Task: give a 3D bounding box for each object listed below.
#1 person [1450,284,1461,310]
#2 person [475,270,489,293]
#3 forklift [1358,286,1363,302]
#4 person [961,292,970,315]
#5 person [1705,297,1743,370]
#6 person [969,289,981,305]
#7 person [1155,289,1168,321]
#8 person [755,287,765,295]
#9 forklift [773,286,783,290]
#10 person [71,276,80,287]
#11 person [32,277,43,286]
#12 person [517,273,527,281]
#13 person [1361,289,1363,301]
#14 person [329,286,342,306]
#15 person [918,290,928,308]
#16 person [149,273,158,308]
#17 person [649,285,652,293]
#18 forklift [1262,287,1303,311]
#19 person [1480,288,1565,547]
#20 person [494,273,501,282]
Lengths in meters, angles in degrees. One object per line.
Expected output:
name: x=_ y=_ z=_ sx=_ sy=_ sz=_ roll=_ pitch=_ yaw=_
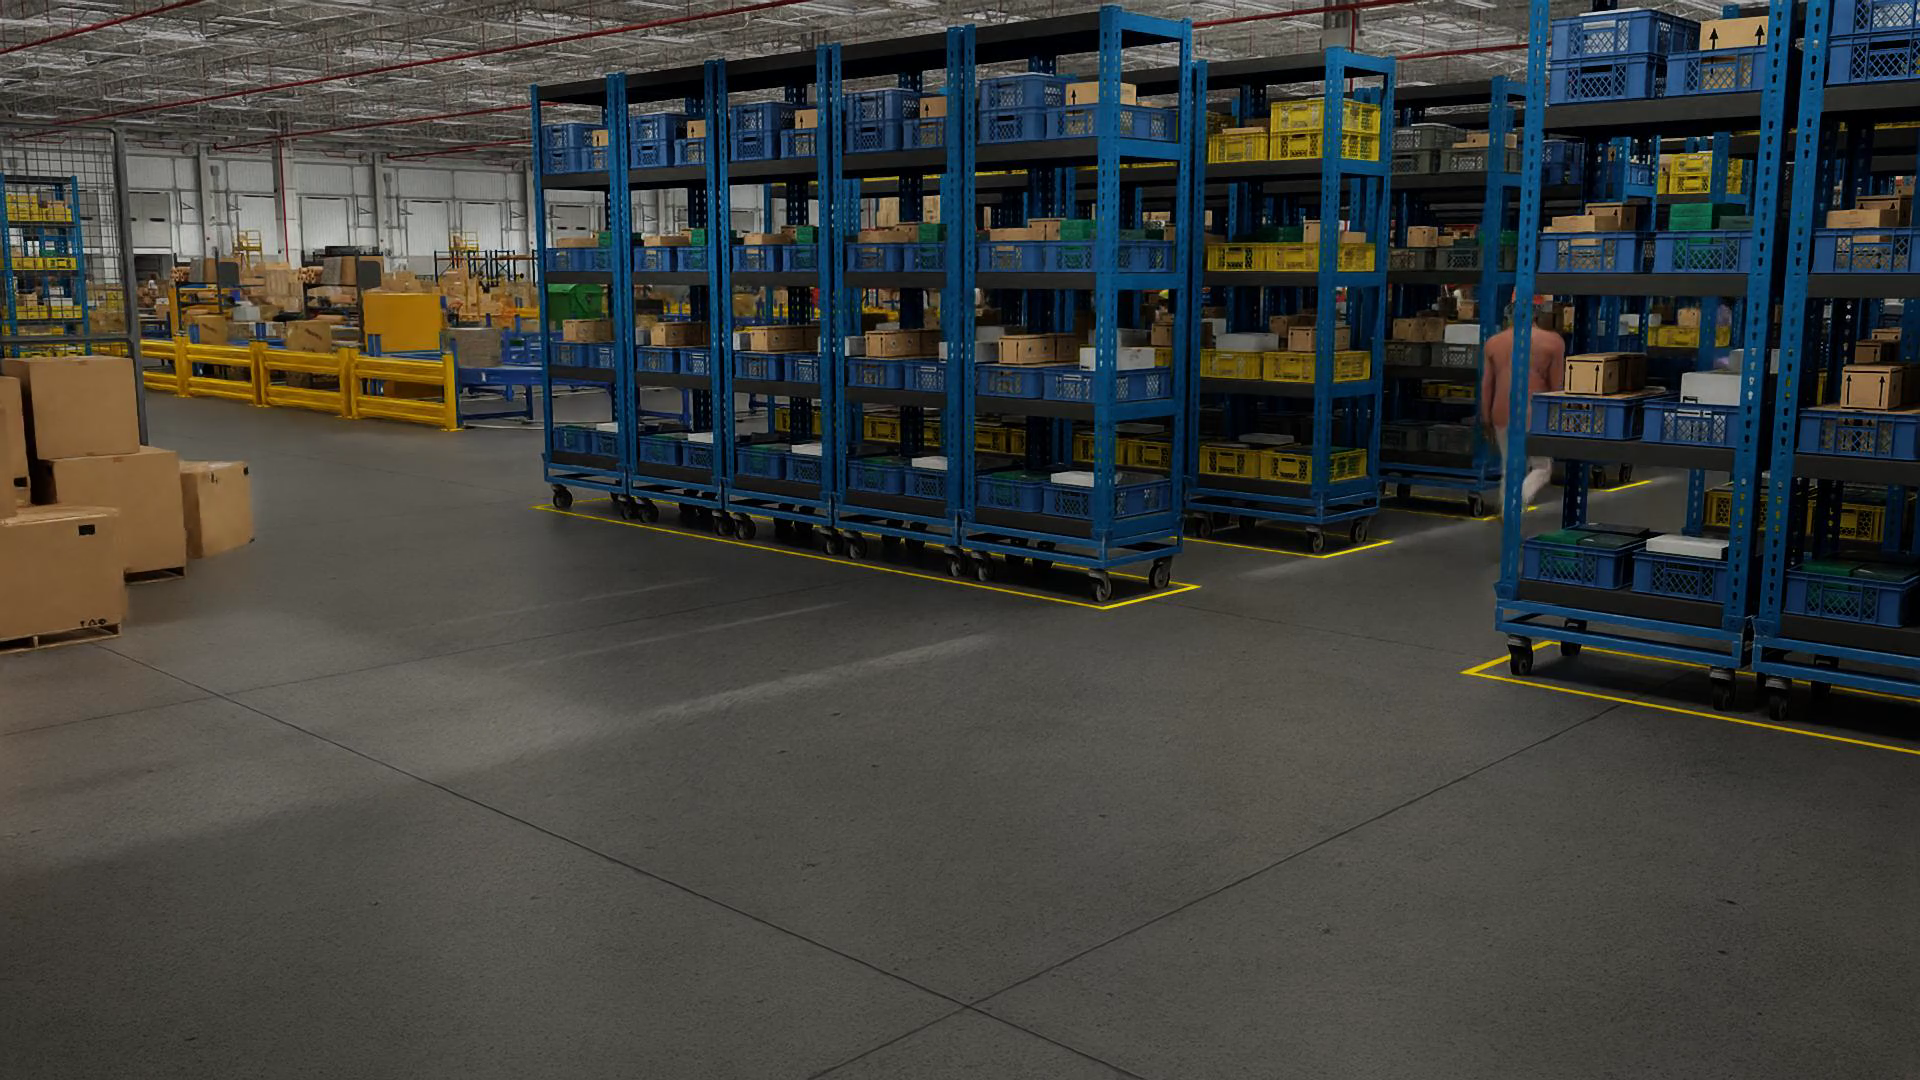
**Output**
person: x=14.585 y=-6.813 z=49.212 sx=0.796 sy=1.735 sz=0.545 roll=6 pitch=11 yaw=34
person: x=-24.073 y=-12.616 z=83.861 sx=0.700 sy=2.000 sz=0.960 roll=0 pitch=9 yaw=-3
forklift: x=11.100 y=-7.017 z=46.970 sx=1.873 sy=2.768 sz=1.129 roll=9 pitch=13 yaw=43
person: x=0.013 y=-2.341 z=21.527 sx=0.587 sy=1.824 sz=0.582 roll=-8 pitch=12 yaw=-39
person: x=8.874 y=-2.016 z=19.034 sx=1.001 sy=1.993 sz=0.614 roll=7 pitch=12 yaw=37
person: x=0.440 y=-7.966 z=55.864 sx=0.645 sy=1.884 sz=0.857 roll=-9 pitch=13 yaw=-43
person: x=3.040 y=-2.852 z=24.846 sx=0.526 sy=1.765 sz=0.329 roll=6 pitch=11 yaw=32
person: x=-7.672 y=-9.312 z=63.839 sx=0.920 sy=1.965 sz=0.626 roll=3 pitch=10 yaw=20
forklift: x=-9.200 y=-12.177 z=78.607 sx=1.873 sy=2.768 sz=1.129 roll=9 pitch=13 yaw=43
person: x=-33.890 y=-9.289 z=63.824 sx=0.558 sy=1.926 sz=0.631 roll=5 pitch=10 yaw=27
person: x=-24.503 y=-6.089 z=44.241 sx=0.824 sy=1.905 sz=0.581 roll=-9 pitch=13 yaw=-44
person: x=-21.417 y=-12.129 z=81.385 sx=0.515 sy=1.876 sz=0.328 roll=-4 pitch=10 yaw=-25
person: x=6.977 y=-3.474 z=28.613 sx=0.949 sy=1.780 sz=0.618 roll=-9 pitch=13 yaw=-44
person: x=-17.866 y=-6.677 z=47.778 sx=0.689 sy=1.933 sz=0.746 roll=9 pitch=13 yaw=44
person: x=-1.022 y=-5.627 z=41.706 sx=0.403 sy=1.818 sz=0.600 roll=-4 pitch=10 yaw=-24
person: x=-34.575 y=-10.486 z=71.293 sx=0.352 sy=1.881 sz=0.576 roll=-6 pitch=11 yaw=-31
person: x=-11.855 y=-9.465 z=65.097 sx=0.605 sy=1.864 sz=1.030 roll=2 pitch=10 yaw=15
forklift: x=10.769 y=-8.203 z=54.240 sx=1.129 sy=2.768 sz=1.873 roll=8 pitch=12 yaw=42
person: x=4.077 y=-0.886 z=12.124 sx=0.641 sy=1.977 sz=0.591 roll=9 pitch=13 yaw=42
person: x=-25.339 y=-13.794 z=91.613 sx=0.890 sy=1.885 sz=0.678 roll=2 pitch=10 yaw=15
